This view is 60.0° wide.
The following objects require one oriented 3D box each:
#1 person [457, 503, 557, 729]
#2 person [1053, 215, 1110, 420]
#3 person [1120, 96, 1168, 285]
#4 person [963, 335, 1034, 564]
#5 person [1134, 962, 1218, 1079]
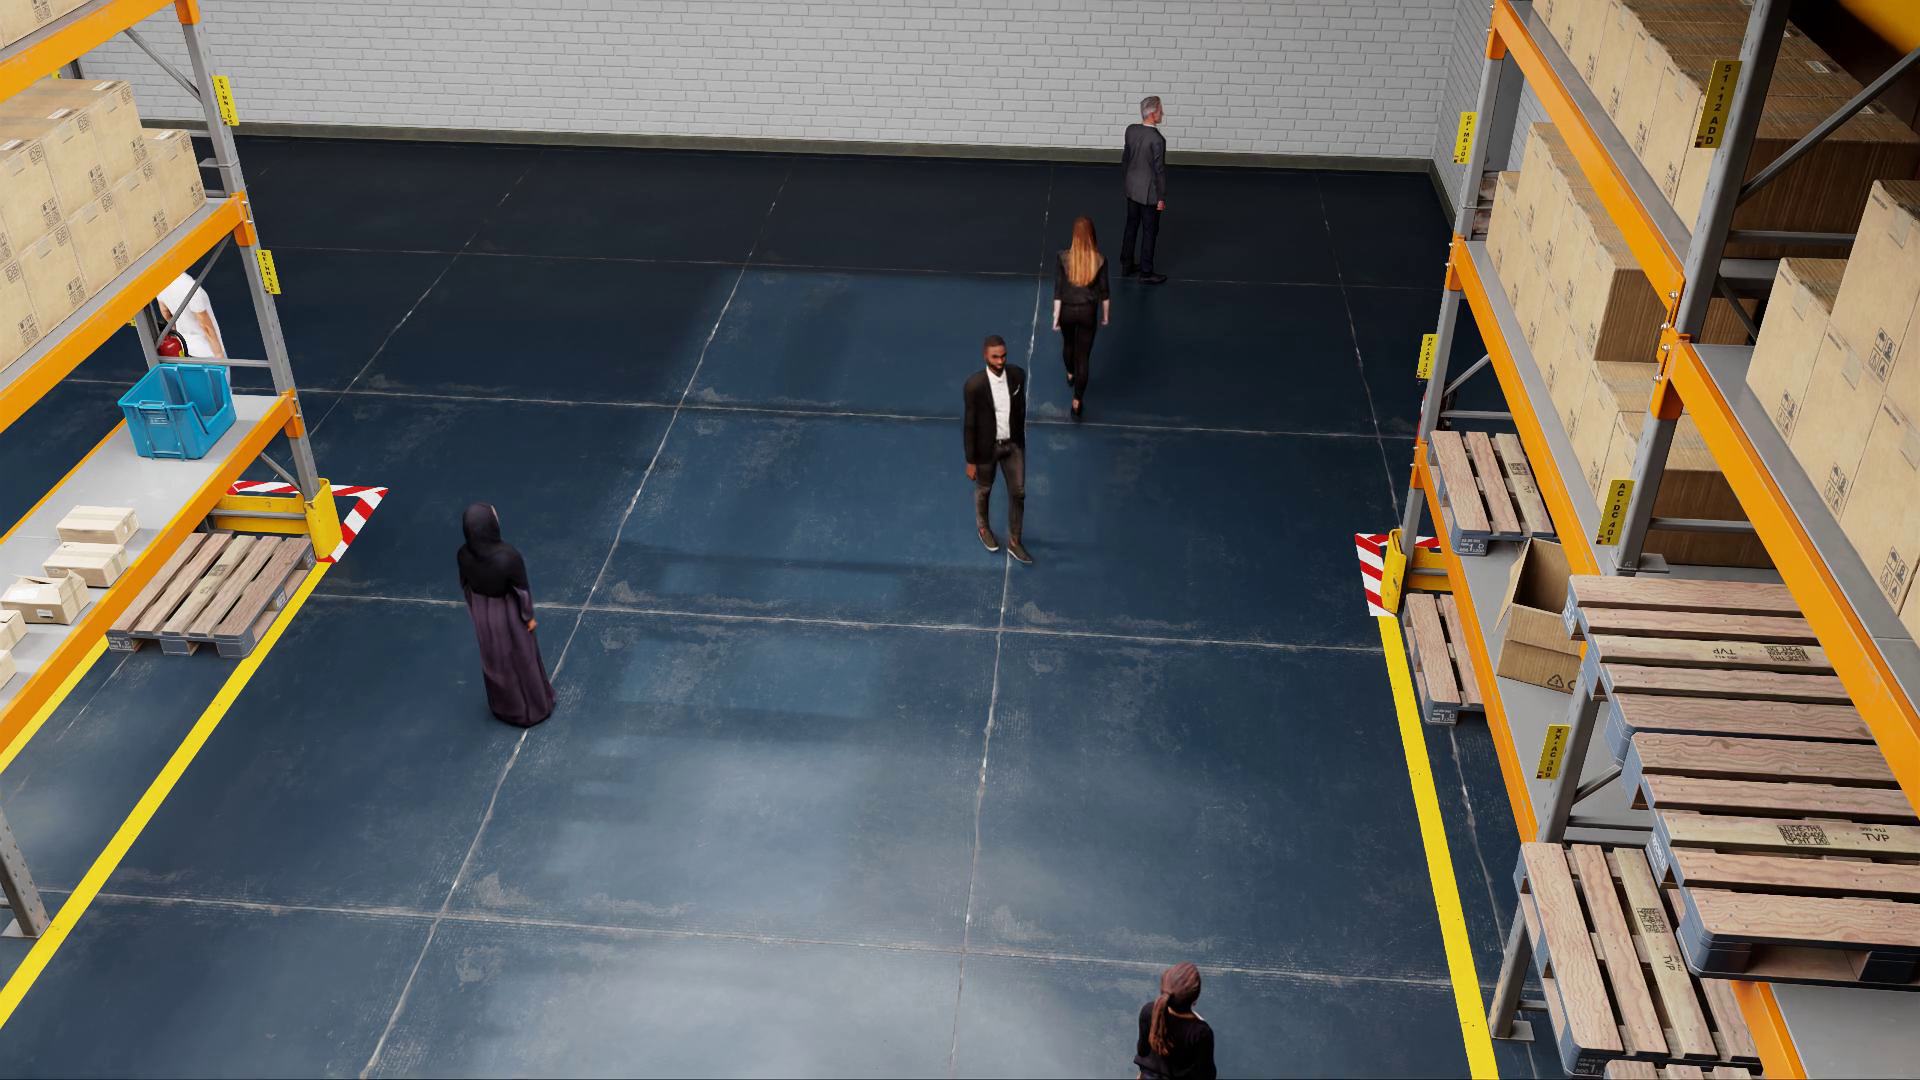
[{"bbox_3d":[-2.914,0.467,10.543,0.631,1.615,0.615,6,34,9],"label":"person"},{"bbox_3d":[0.994,-1.829,13.953,0.652,1.664,1.151,5,34,7],"label":"person"},{"bbox_3d":[1.804,-3.417,16.186,0.860,1.837,0.778,-22,39,-29],"label":"person"},{"bbox_3d":[0.217,-0.718,12.171,0.919,1.786,0.997,-14,36,-20],"label":"person"},{"bbox_3d":[0.964,2.481,7.567,0.626,1.556,0.661,18,38,25],"label":"person"}]
